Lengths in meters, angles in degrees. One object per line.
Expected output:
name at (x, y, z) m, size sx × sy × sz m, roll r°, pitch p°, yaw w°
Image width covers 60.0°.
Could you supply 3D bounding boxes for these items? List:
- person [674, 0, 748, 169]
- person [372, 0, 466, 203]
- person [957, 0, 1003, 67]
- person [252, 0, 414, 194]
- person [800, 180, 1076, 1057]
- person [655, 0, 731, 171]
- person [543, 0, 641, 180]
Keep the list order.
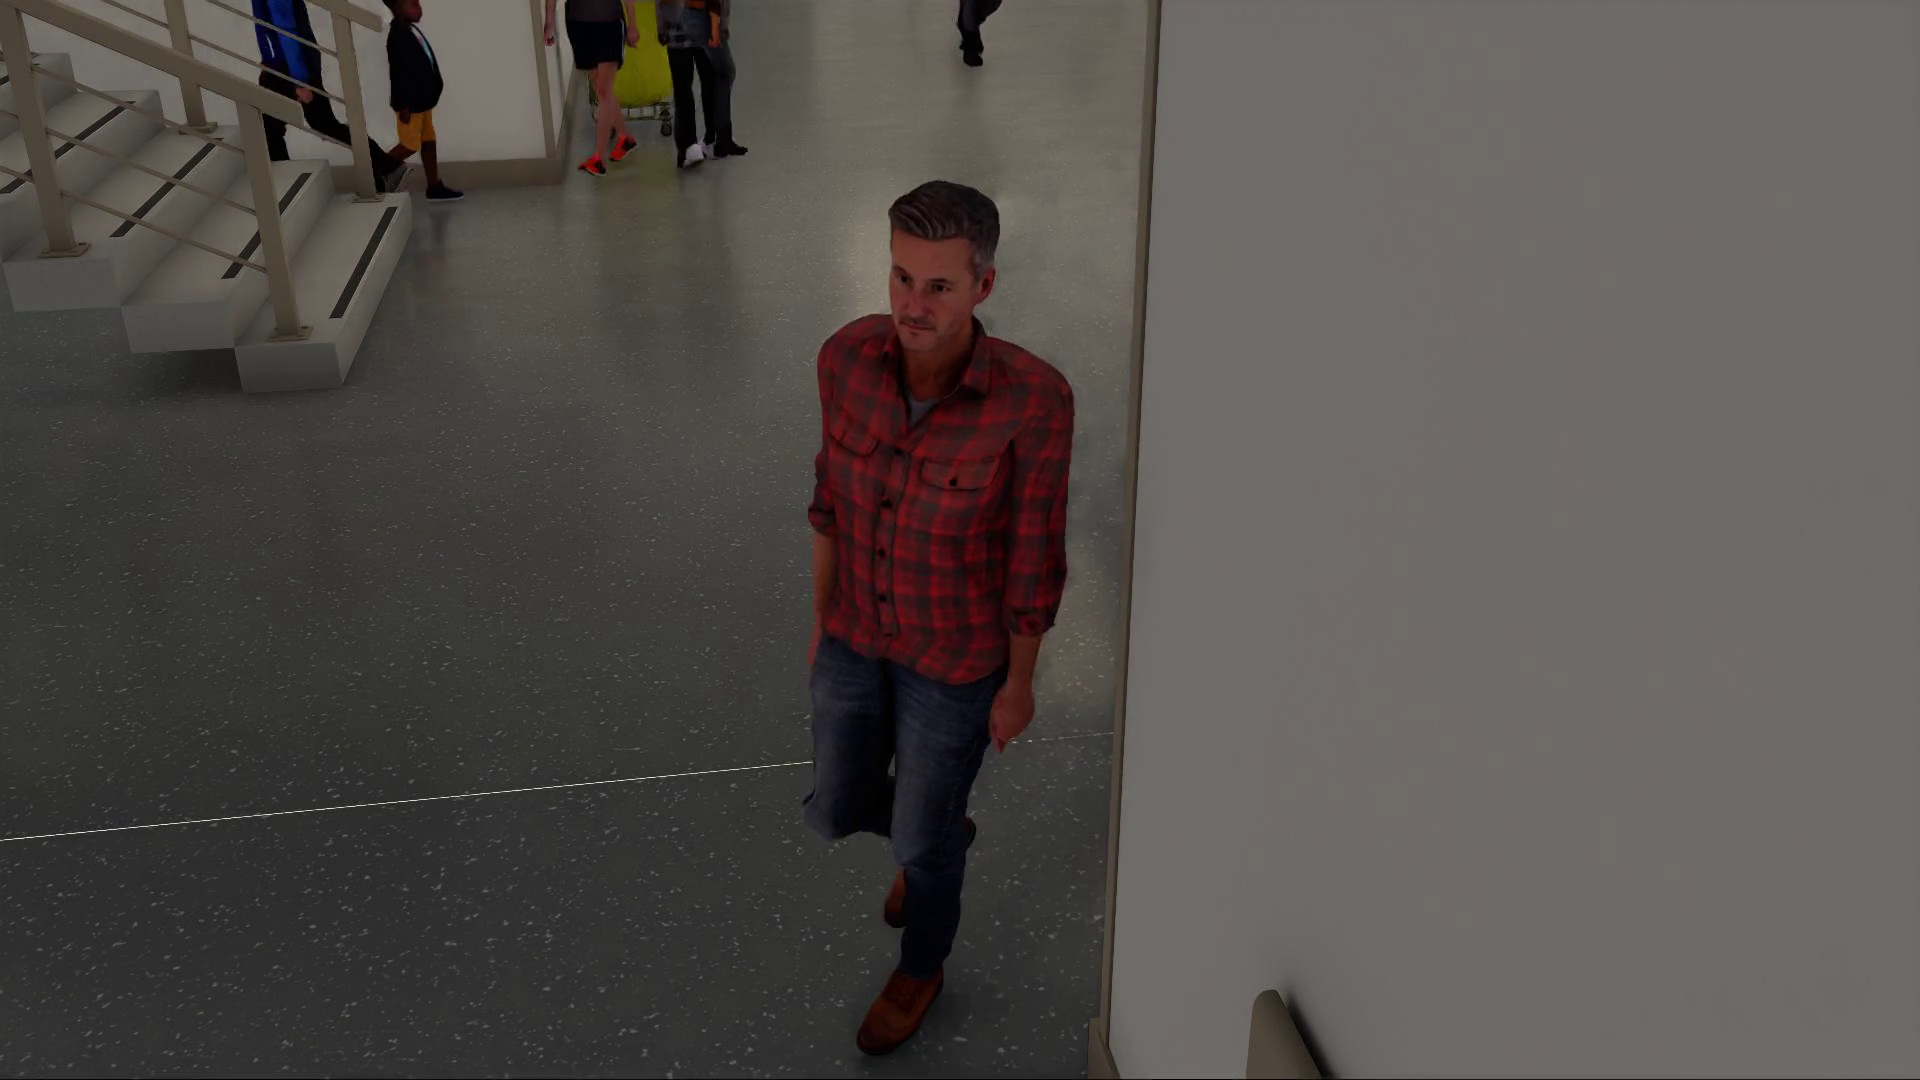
person at (-1.708, -3.184, 10.275) m, size 0.851 × 1.753 × 0.911 m, roll 15°, pitch 30°, yaw 28°
person at (-3.202, -2.534, 9.502) m, size 0.758 × 1.254 × 0.513 m, roll -4°, pitch 26°, yaw -9°
person at (0.098, -4.880, 13.733) m, size 0.901 × 1.804 × 0.884 m, roll -11°, pitch 28°, yaw -21°
person at (-3.526, -2.572, 9.044) m, size 1.146 × 1.719 × 0.615 m, roll -5°, pitch 26°, yaw -10°
person at (-0.019, 0.167, 3.261) m, size 0.903 × 1.809 × 0.964 m, roll 16°, pitch 30°, yaw 29°
person at (-1.665, -3.224, 10.329) m, size 0.940 × 1.779 × 0.969 m, roll -17°, pitch 30°, yaw -31°
person at (-2.189, -3.152, 10.153) m, size 1.216 × 1.802 × 1.042 m, roll 6°, pitch 26°, yaw 13°
